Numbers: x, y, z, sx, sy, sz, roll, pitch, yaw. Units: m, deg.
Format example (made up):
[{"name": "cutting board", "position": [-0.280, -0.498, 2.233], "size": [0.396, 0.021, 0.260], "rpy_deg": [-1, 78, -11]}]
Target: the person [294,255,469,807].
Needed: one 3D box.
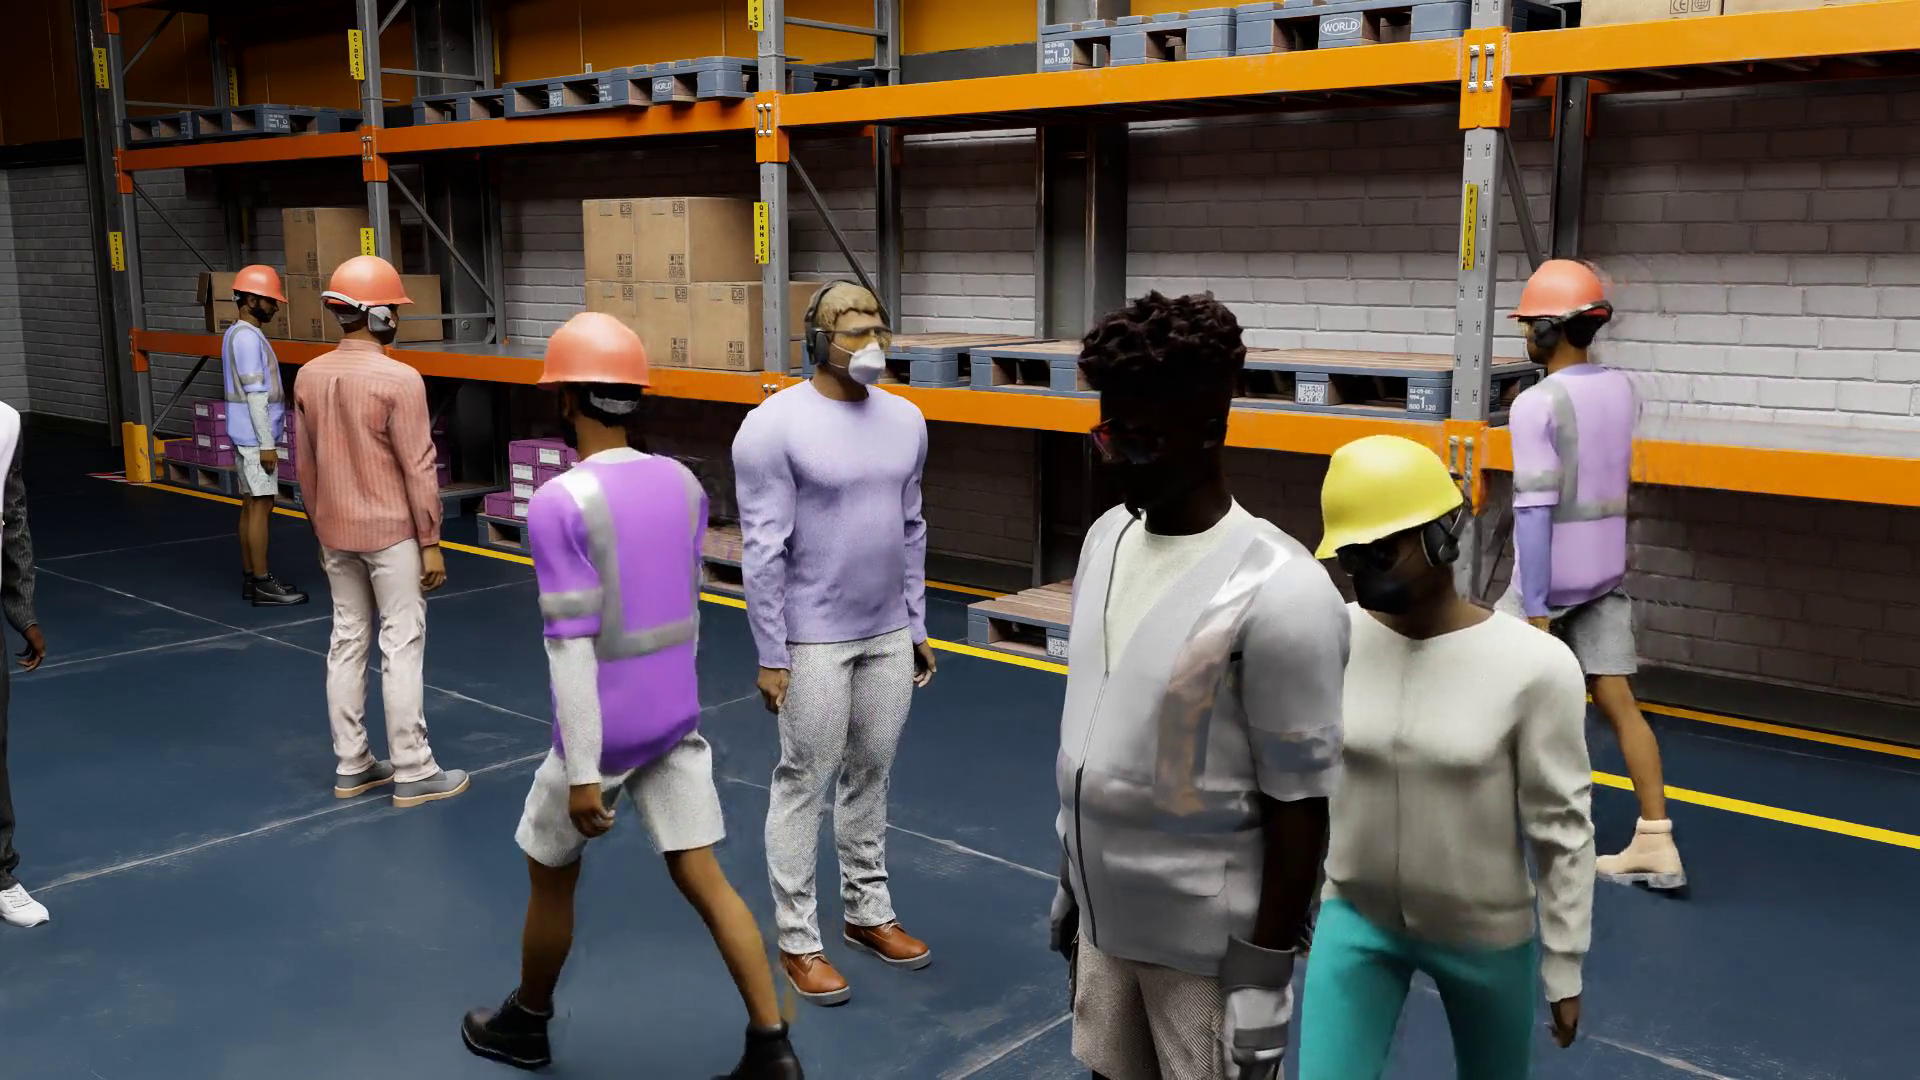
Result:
[{"name": "person", "position": [-2.115, -0.024, 6.045], "size": [0.619, 1.994, 0.381], "rpy_deg": [5, 11, 25]}]

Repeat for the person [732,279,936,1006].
[{"name": "person", "position": [-0.315, 0.268, 4.546], "size": [0.372, 1.940, 0.631], "rpy_deg": [10, 14, 44]}]

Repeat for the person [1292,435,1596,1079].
[{"name": "person", "position": [0.837, 0.670, 2.894], "size": [0.581, 1.717, 0.617], "rpy_deg": [6, 11, 29]}]

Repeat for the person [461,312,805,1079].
[{"name": "person", "position": [-0.766, 0.414, 3.905], "size": [1.015, 1.882, 0.548], "rpy_deg": [6, 12, 32]}]

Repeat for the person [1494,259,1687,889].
[{"name": "person", "position": [1.960, 0.095, 5.405], "size": [0.606, 1.996, 1.063], "rpy_deg": [-6, 11, -29]}]

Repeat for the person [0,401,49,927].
[{"name": "person", "position": [-2.990, 0.227, 4.832], "size": [0.392, 1.922, 0.593], "rpy_deg": [9, 13, 41]}]

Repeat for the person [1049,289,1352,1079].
[{"name": "person", "position": [0.333, 0.588, 2.663], "size": [0.368, 1.960, 0.602], "rpy_deg": [-6, 11, -30]}]

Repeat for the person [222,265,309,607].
[{"name": "person", "position": [-3.960, -0.586, 9.443], "size": [0.374, 1.928, 0.543], "rpy_deg": [-6, 12, -31]}]
